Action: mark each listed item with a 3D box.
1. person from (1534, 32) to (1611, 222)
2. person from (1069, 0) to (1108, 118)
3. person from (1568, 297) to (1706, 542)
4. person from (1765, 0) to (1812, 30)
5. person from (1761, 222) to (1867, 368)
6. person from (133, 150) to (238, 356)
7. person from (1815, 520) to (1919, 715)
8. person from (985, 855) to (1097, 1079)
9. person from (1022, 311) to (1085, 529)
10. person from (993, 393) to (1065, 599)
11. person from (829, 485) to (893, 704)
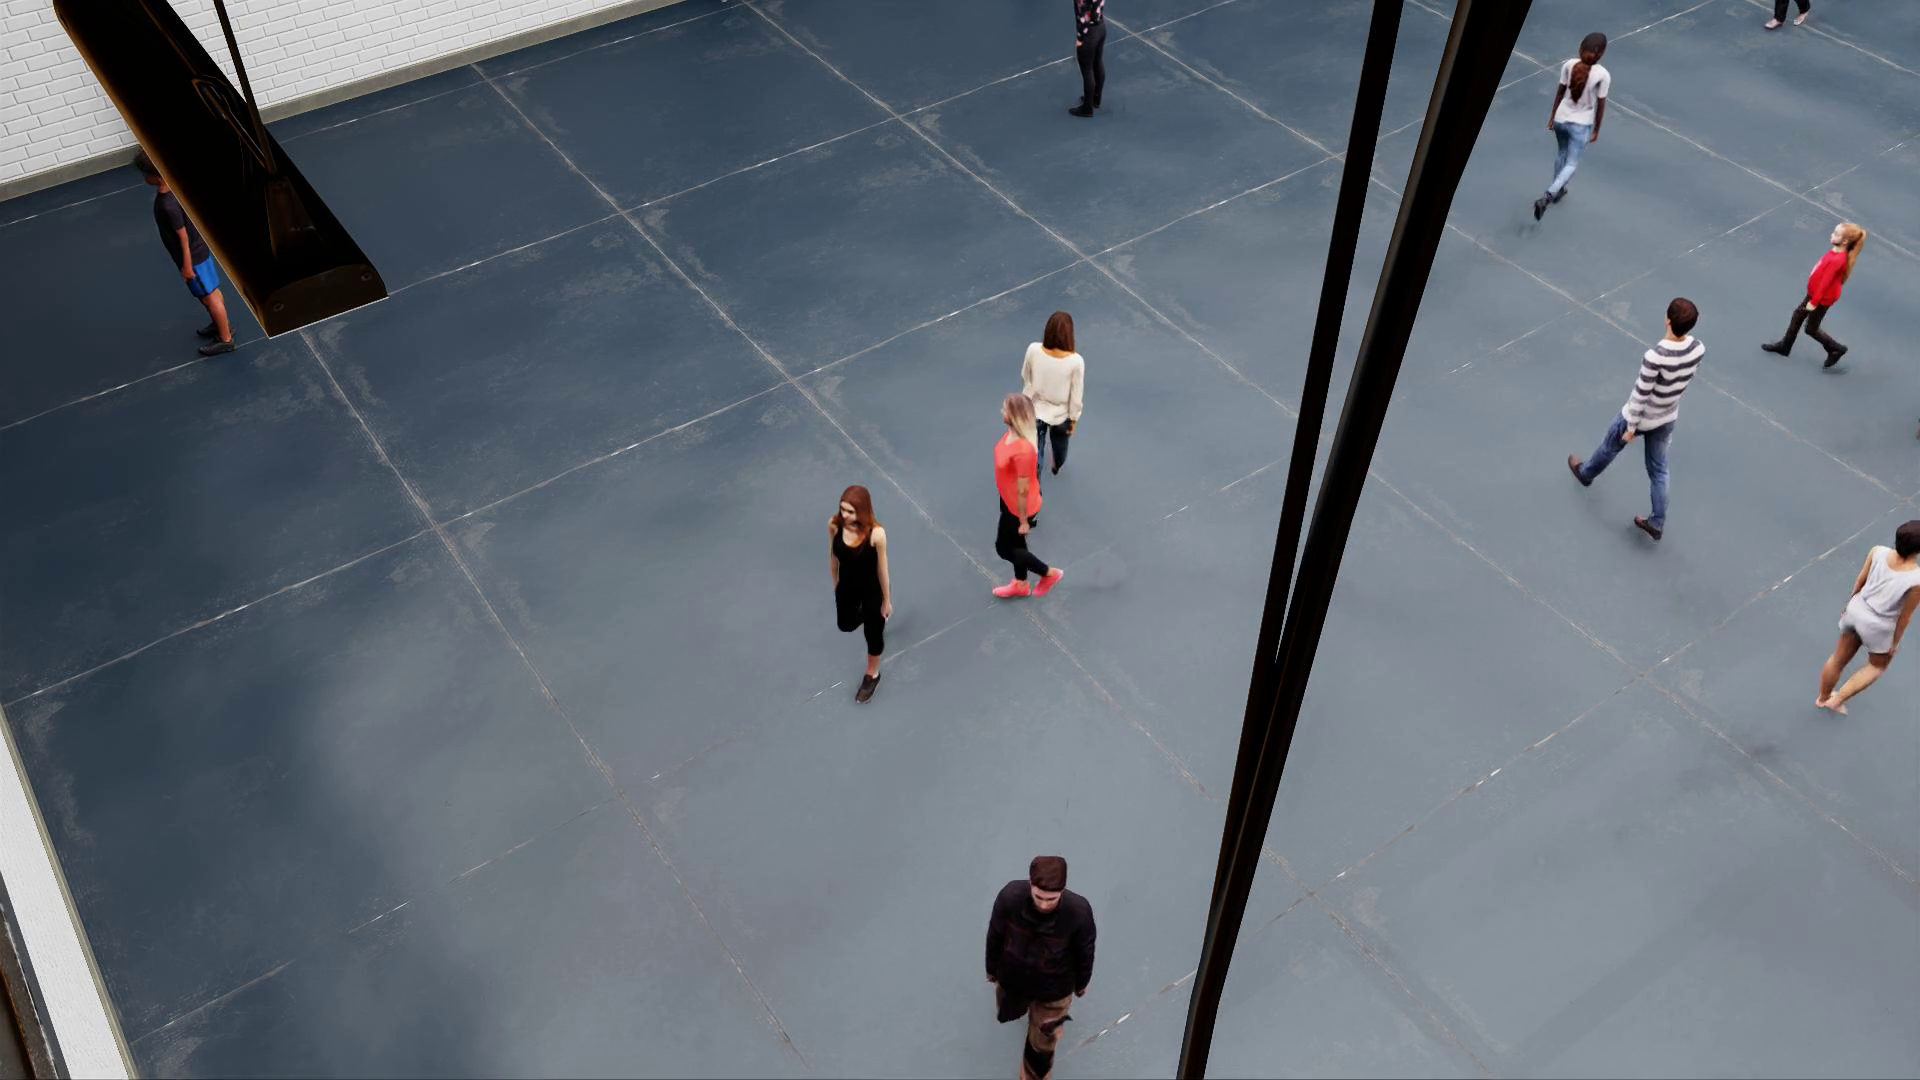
[{"bbox_3d":[5.310,-3.583,14.500,0.755,1.698,1.084,31,52,28],"label":"person"},{"bbox_3d":[1.260,-4.850,15.841,0.701,1.683,0.577,22,48,22],"label":"person"},{"bbox_3d":[4.832,-0.797,11.501,1.230,1.799,0.999,-11,45,-12],"label":"person"},{"bbox_3d":[8.769,-6.046,17.168,0.751,1.583,0.676,-24,48,-23],"label":"person"},{"bbox_3d":[6.811,-1.905,13.049,0.824,1.269,0.829,14,45,15],"label":"person"},{"bbox_3d":[-6.045,-2.281,13.060,0.644,1.798,0.659,-15,46,-15],"label":"person"},{"bbox_3d":[5.579,0.525,10.258,0.587,1.600,0.601,-19,47,-19],"label":"person"},{"bbox_3d":[0.390,2.138,8.345,1.094,1.905,1.227,12,45,12],"label":"person"},{"bbox_3d":[0.593,-0.816,11.642,1.057,1.633,1.155,9,44,10],"label":"person"},{"bbox_3d":[0.484,-0.251,11.018,0.855,1.676,0.794,-5,44,-5],"label":"person"},{"bbox_3d":[-0.558,0.253,10.462,0.825,1.713,0.971,18,47,18],"label":"person"}]
